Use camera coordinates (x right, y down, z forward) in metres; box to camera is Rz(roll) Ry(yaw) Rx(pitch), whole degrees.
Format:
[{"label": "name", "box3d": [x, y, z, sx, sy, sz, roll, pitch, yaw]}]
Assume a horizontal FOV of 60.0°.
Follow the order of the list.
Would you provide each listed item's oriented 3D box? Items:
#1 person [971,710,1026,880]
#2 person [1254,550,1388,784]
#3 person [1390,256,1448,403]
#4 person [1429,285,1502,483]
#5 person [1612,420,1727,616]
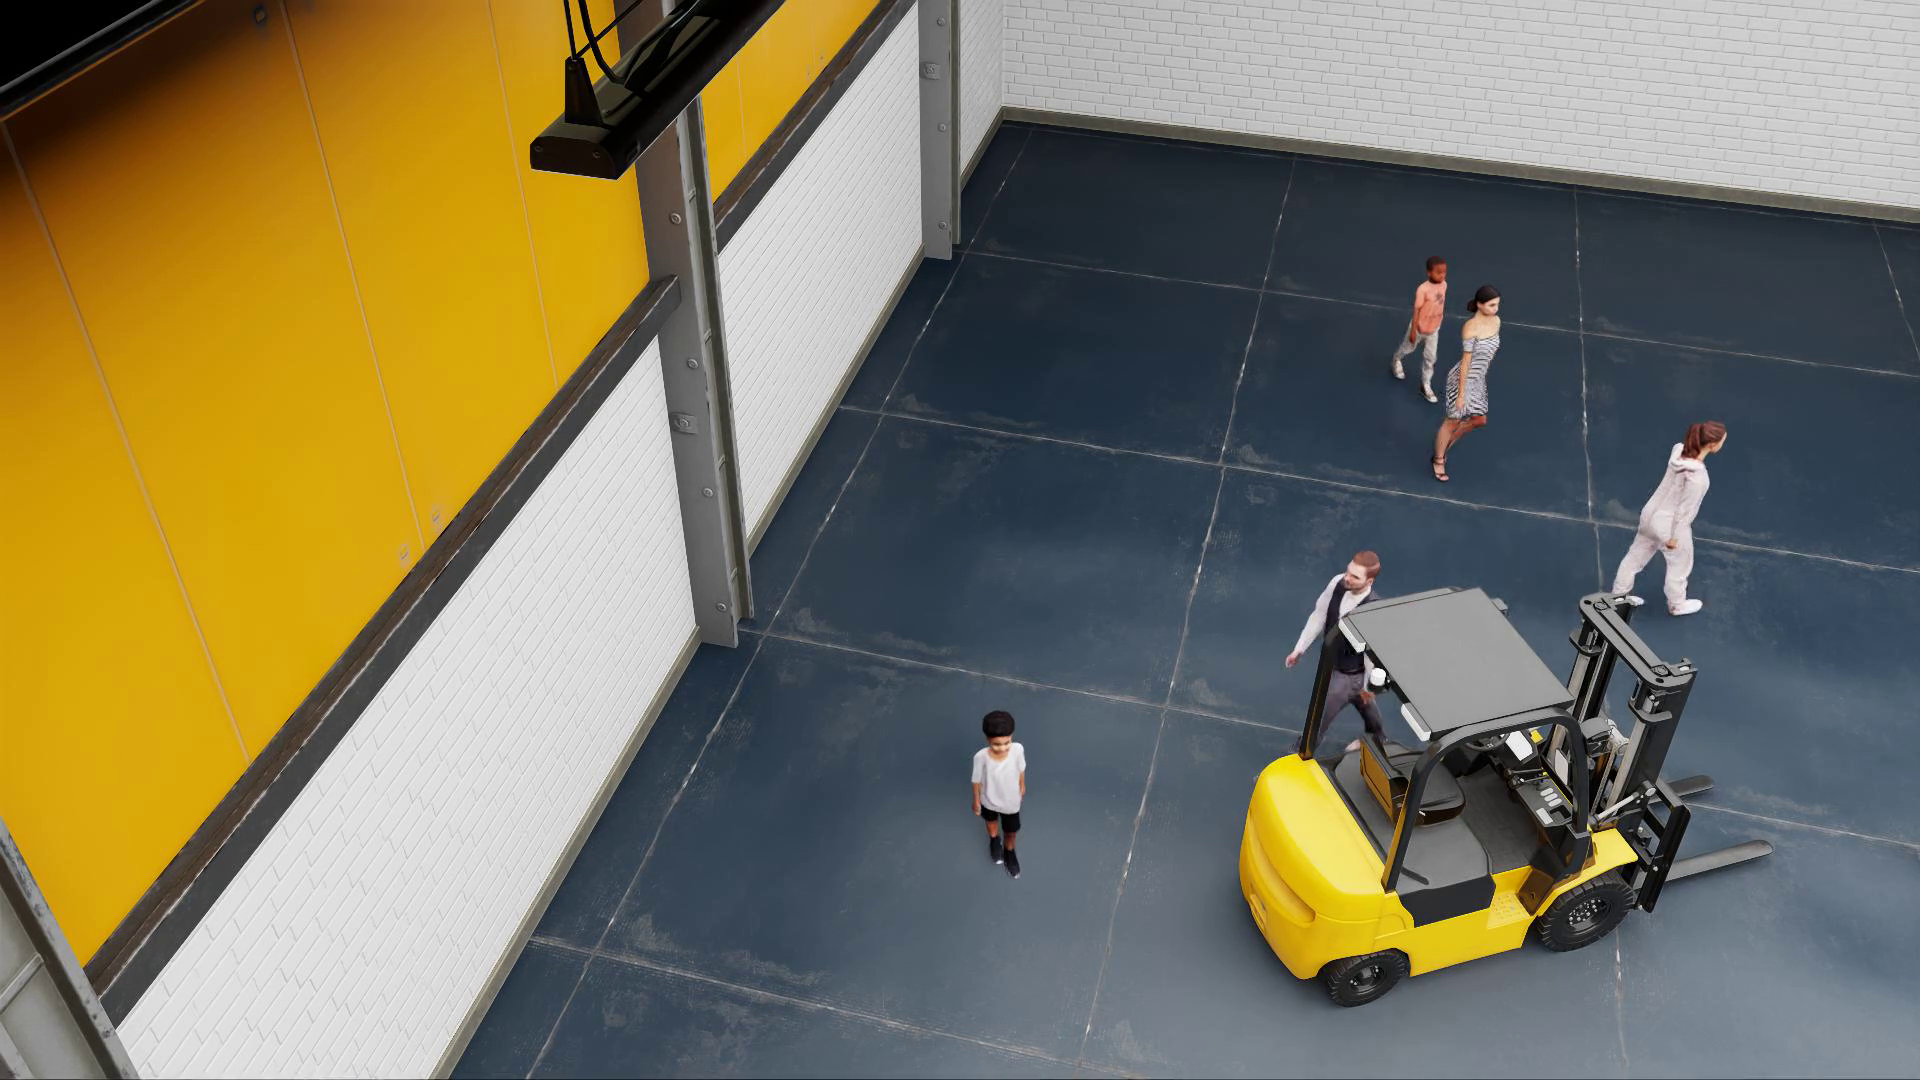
[{"label": "person", "box3d": [0.233, 1.502, 10.338, 0.609, 1.250, 0.675, -5, 39, -6]}, {"label": "person", "box3d": [2.565, 0.790, 10.720, 1.183, 1.888, 1.285, -11, 40, -14]}, {"label": "person", "box3d": [4.028, -1.919, 14.586, 0.810, 1.295, 0.962, -12, 40, -15]}, {"label": "person", "box3d": [3.994, -1.278, 13.370, 0.752, 1.811, 0.815, -22, 44, -25]}, {"label": "person", "box3d": [5.051, -0.144, 12.069, 0.878, 1.662, 0.913, -4, 39, -5]}]
